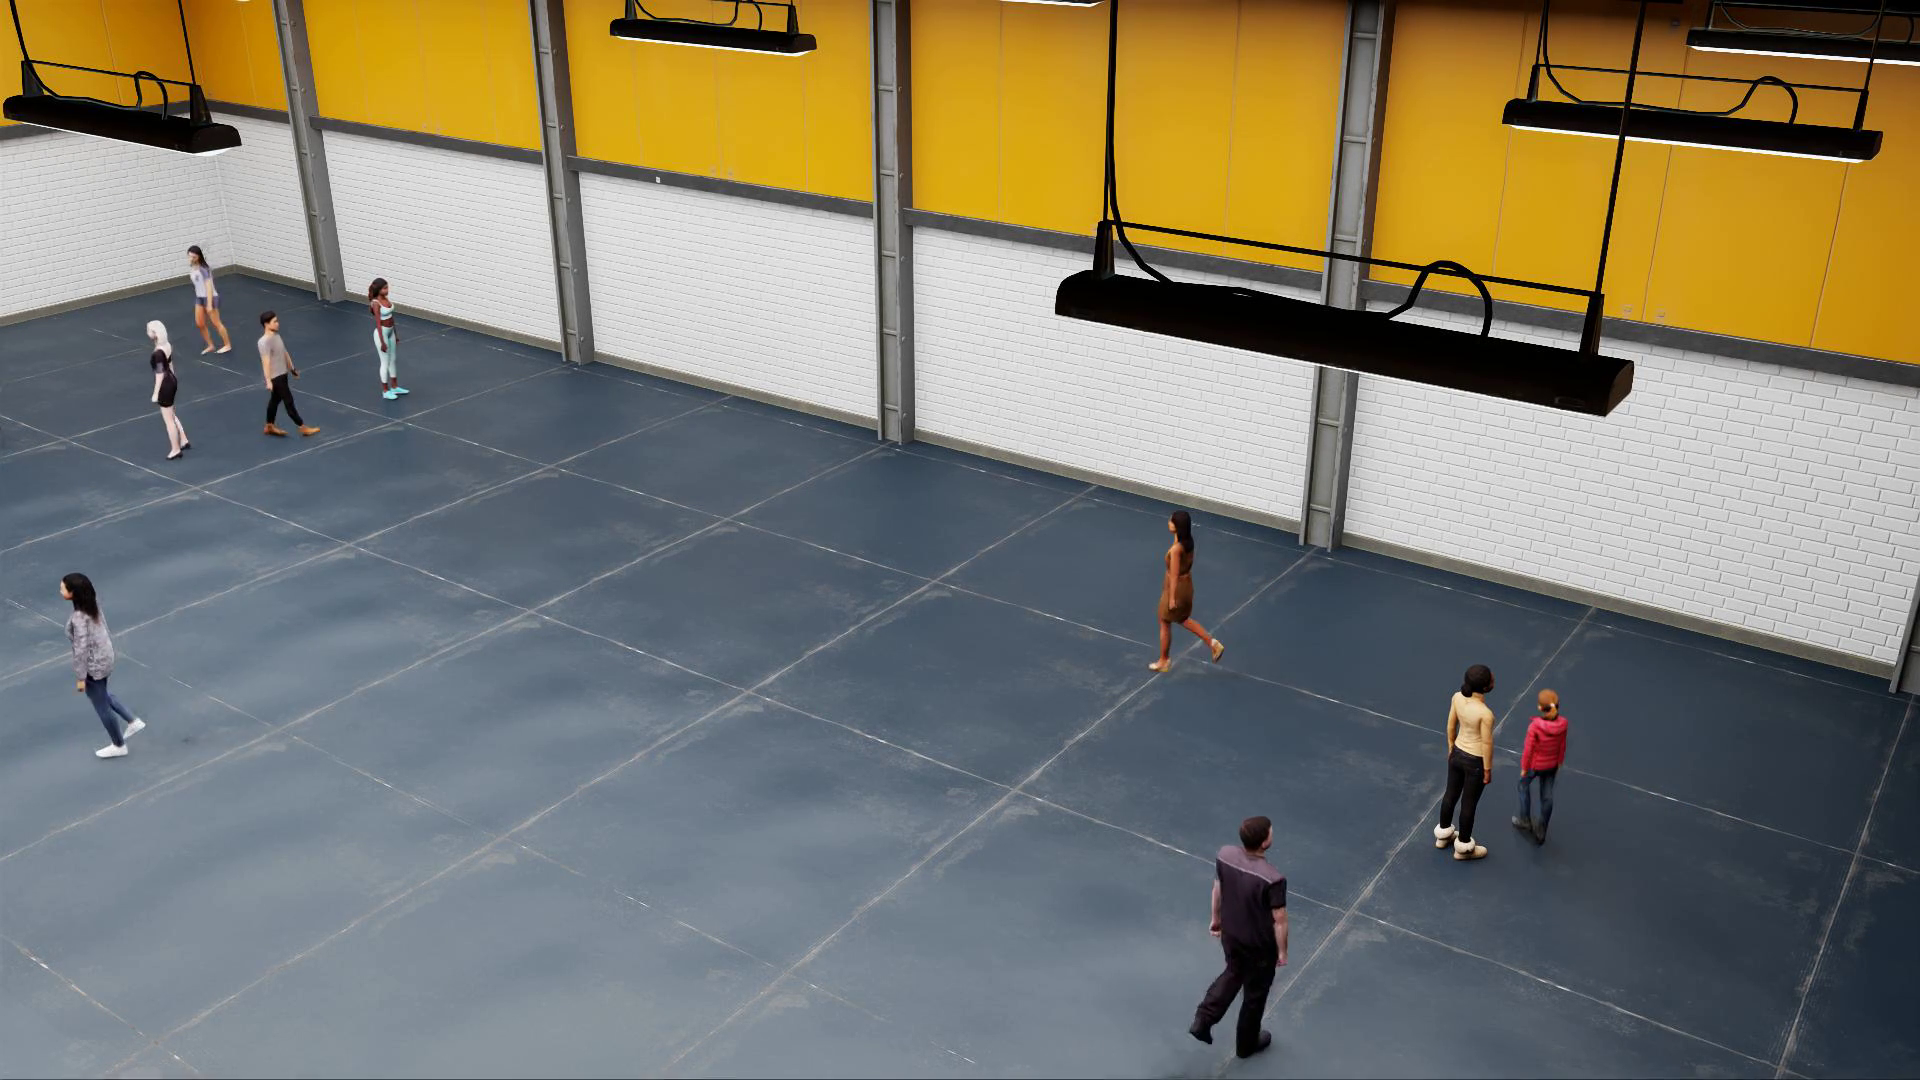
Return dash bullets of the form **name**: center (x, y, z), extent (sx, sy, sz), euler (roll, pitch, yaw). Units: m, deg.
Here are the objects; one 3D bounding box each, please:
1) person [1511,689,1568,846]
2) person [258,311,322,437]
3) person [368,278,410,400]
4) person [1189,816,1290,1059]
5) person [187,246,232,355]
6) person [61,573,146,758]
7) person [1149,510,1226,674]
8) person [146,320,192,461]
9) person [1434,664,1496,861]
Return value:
- **person**: center (4.617, 1.819, 13.118), extent (0.672, 1.301, 0.733), euler (-3, 24, -7)
- **person**: center (-8.994, -2.147, 21.704), extent (1.130, 1.691, 0.986), euler (0, 24, -1)
- **person**: center (-8.026, -2.828, 23.221), extent (0.661, 1.723, 0.647), euler (4, 24, 9)
- **person**: center (1.803, 2.592, 10.686), extent (0.923, 1.833, 0.903), euler (-16, 28, -33)
- **person**: center (-11.300, -3.616, 25.061), extent (0.651, 1.694, 0.688), euler (17, 29, 34)
- **person**: center (-7.333, 1.075, 14.300), extent (0.833, 1.719, 0.773), euler (-4, 24, -10)
- **person**: center (2.130, 0.519, 15.627), extent (0.985, 1.673, 0.709), euler (9, 25, 19)
- **person**: center (-9.922, -1.884, 20.938), extent (0.767, 1.823, 0.693), euler (-3, 24, -7)
- **person**: center (3.951, 1.705, 12.930), extent (0.749, 1.660, 0.640), euler (-12, 26, -26)
